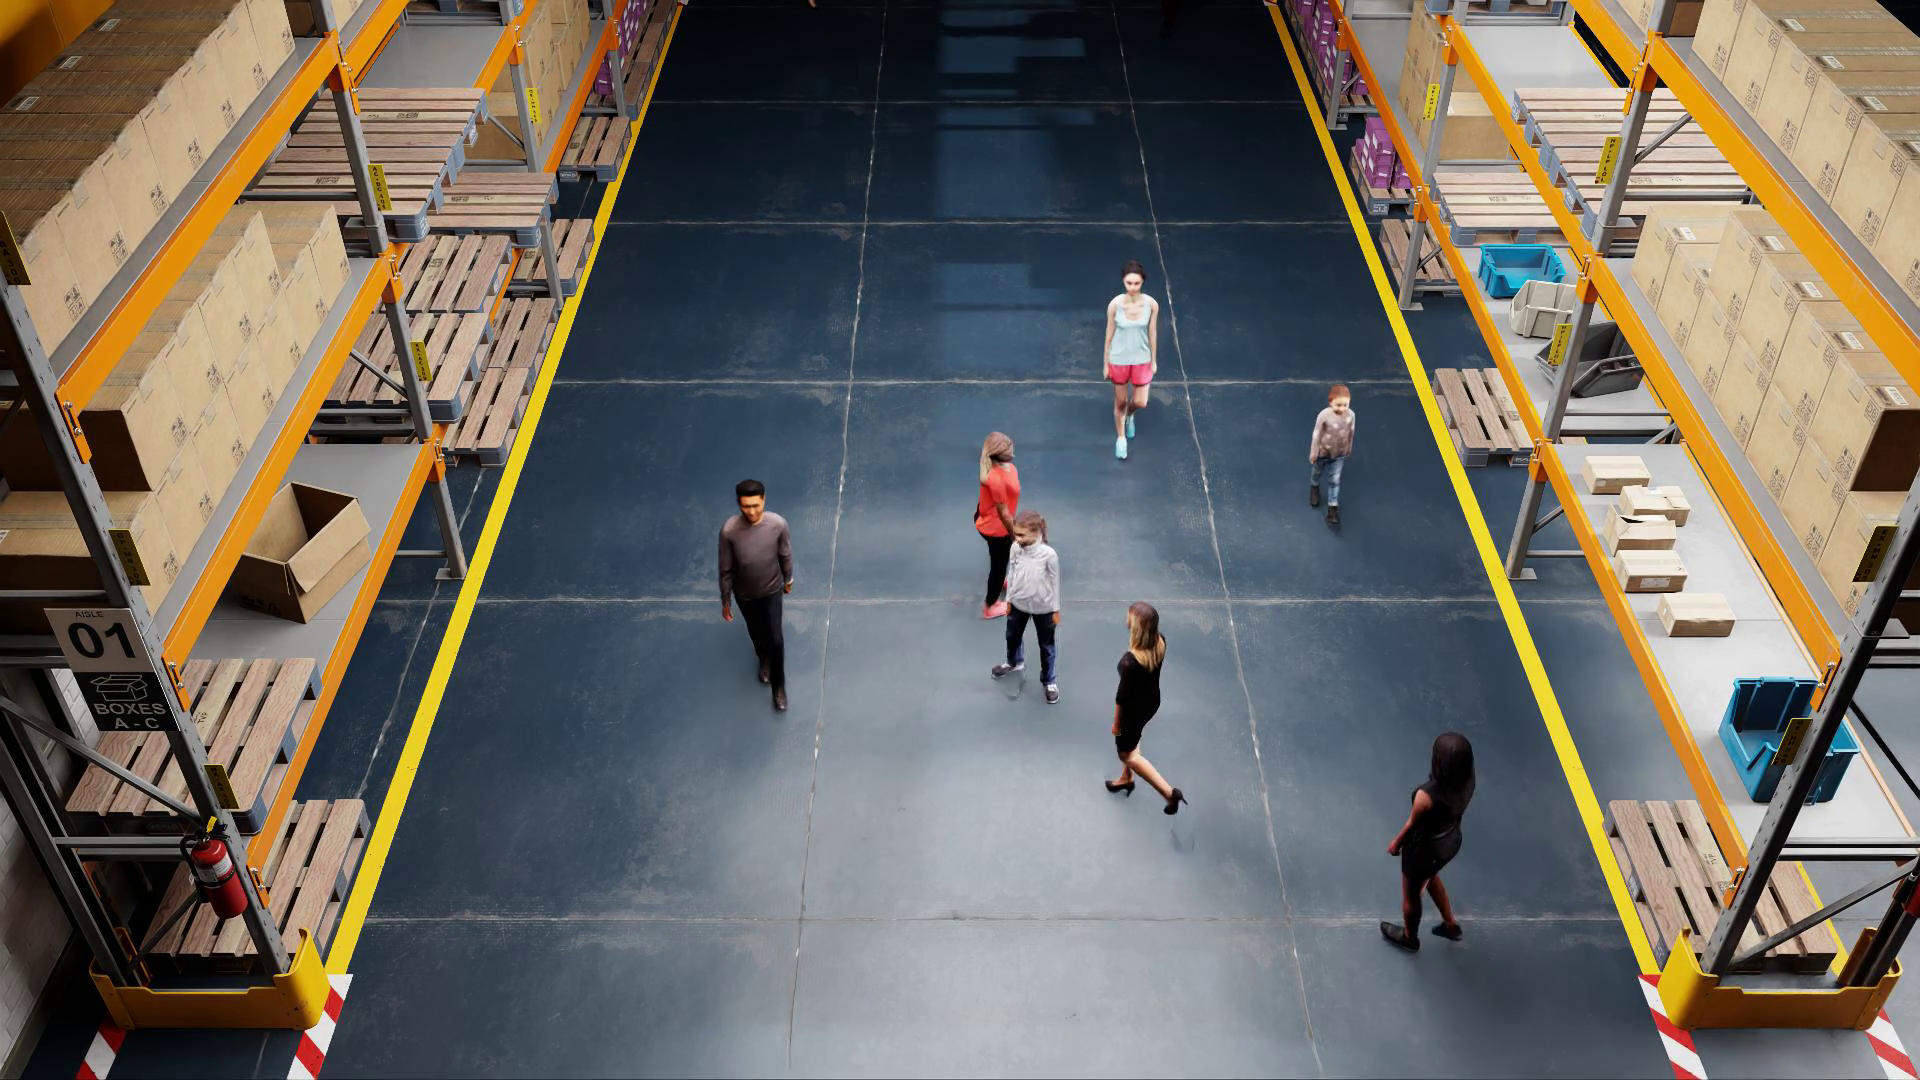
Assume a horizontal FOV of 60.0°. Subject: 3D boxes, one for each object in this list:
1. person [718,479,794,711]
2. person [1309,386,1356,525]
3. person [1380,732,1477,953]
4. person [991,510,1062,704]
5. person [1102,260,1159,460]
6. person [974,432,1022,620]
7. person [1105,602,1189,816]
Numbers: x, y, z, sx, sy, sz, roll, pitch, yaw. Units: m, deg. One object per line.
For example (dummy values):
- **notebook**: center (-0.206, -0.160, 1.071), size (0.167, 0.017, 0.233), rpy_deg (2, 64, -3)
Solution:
- **person**: center (-1.386, 0.275, 11.375), size (0.843, 1.748, 0.688), rpy_deg (0, 39, 0)
- **person**: center (2.907, -0.741, 13.115), size (0.507, 1.164, 0.802), rpy_deg (0, 39, 1)
- **person**: center (2.746, 1.805, 9.475), size (0.770, 1.729, 0.833), rpy_deg (-27, 46, -29)
- **person**: center (0.533, 0.431, 11.338), size (0.749, 1.551, 0.698), rpy_deg (8, 39, 10)
- **person**: center (1.379, -1.502, 13.594), size (0.585, 1.756, 0.675), rpy_deg (0, 39, 0)
- **person**: center (0.204, -0.082, 11.879), size (0.803, 1.676, 0.573), rpy_deg (-10, 40, -12)
- **person**: center (1.164, 1.104, 10.410), size (0.893, 1.657, 0.889), rpy_deg (28, 46, 30)
